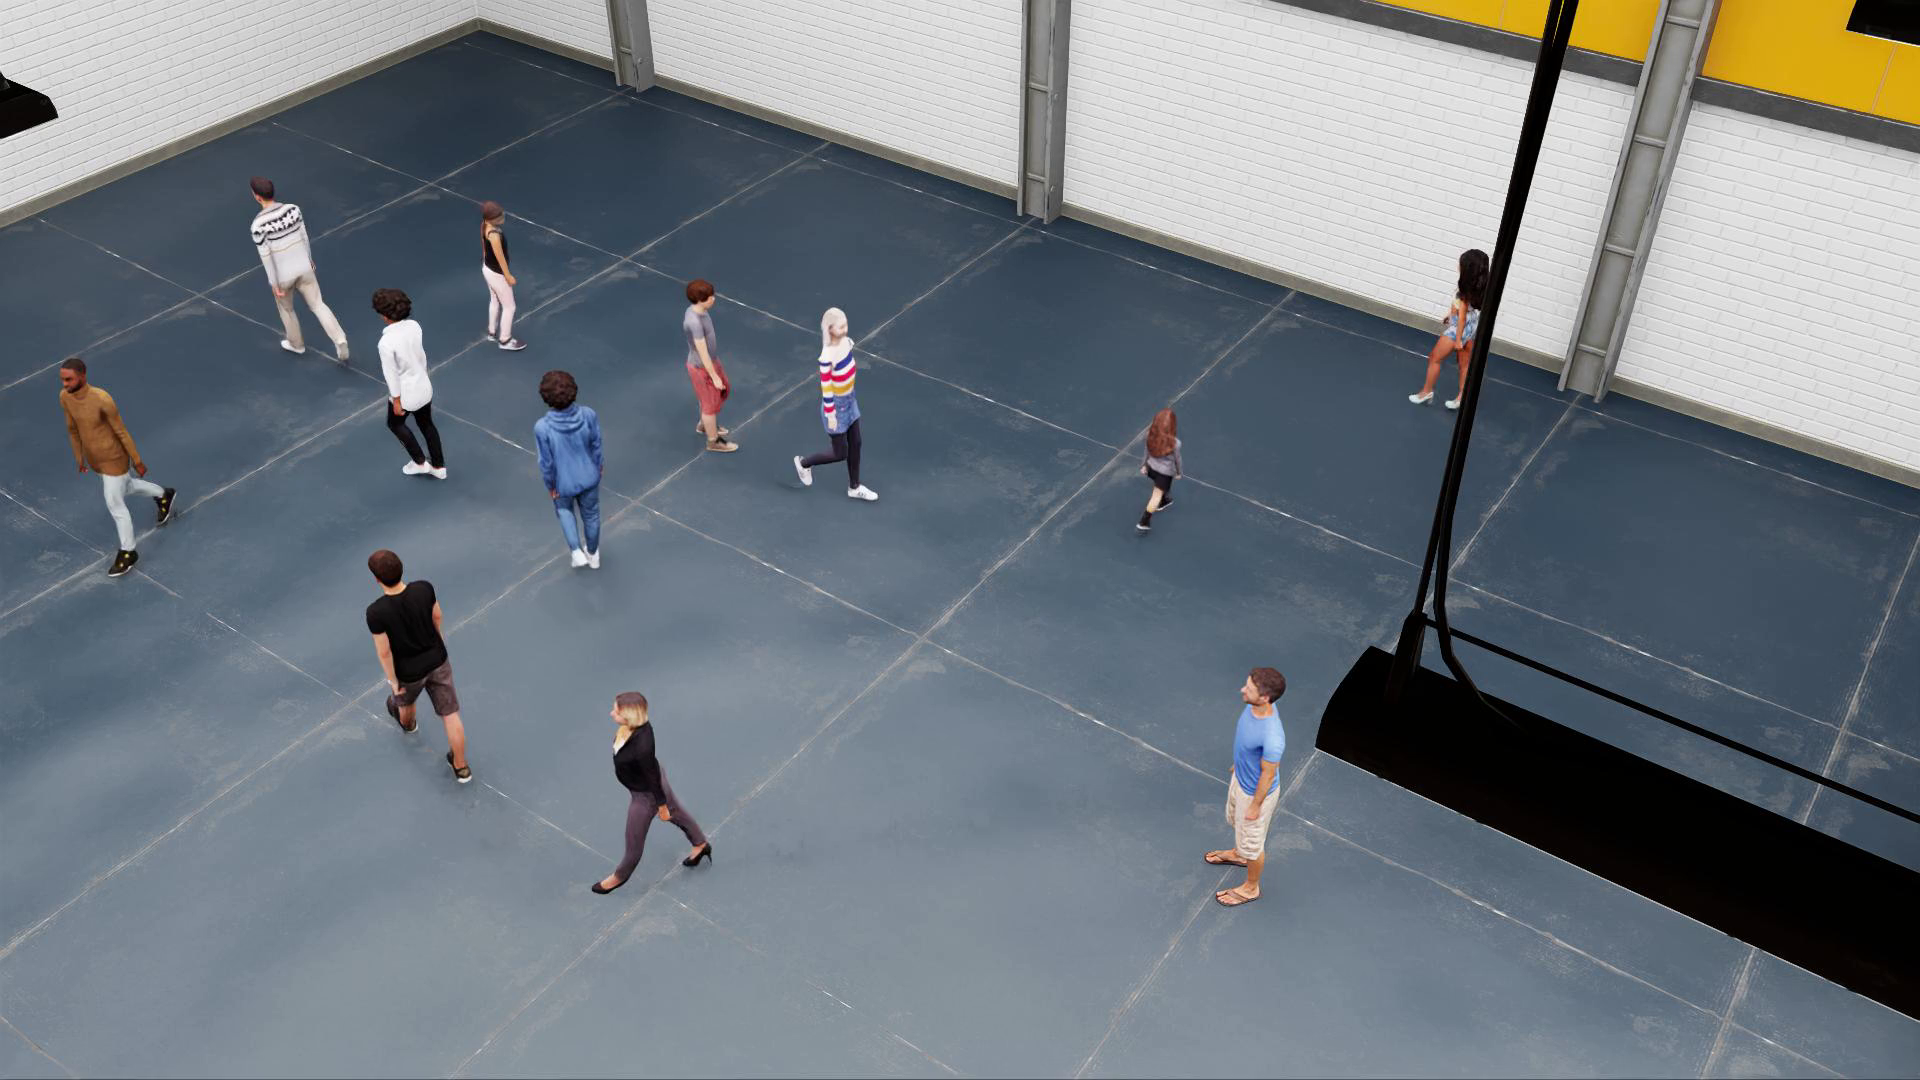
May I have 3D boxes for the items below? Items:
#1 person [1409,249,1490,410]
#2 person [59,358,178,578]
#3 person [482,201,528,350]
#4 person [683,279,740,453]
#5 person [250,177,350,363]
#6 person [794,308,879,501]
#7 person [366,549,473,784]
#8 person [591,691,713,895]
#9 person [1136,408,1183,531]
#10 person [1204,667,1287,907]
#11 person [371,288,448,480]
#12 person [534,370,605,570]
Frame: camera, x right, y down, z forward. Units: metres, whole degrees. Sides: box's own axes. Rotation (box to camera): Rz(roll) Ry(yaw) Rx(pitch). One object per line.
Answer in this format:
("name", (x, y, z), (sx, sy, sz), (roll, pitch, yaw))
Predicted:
("person", (4.483, -1.811, 14.642), (0.748, 1.606, 0.586), (21, 43, 24))
("person", (-6.641, -0.688, 13.097), (1.221, 1.779, 0.981), (11, 40, 13))
("person", (-4.367, -2.493, 15.545), (0.847, 1.545, 0.658), (-29, 47, -31))
("person", (-2.238, -1.474, 14.192), (0.783, 1.641, 0.741), (0, 39, 1))
("person", (-6.078, -2.445, 15.254), (1.085, 1.832, 0.755), (28, 46, 30))
("person", (-1.056, -1.096, 13.596), (1.015, 1.794, 0.769), (15, 41, 18))
("person", (-3.563, 0.884, 11.102), (0.896, 1.811, 1.251), (-26, 45, -29))
("person", (-1.854, 1.560, 10.402), (1.050, 1.630, 1.058), (-12, 40, -14))
("person", (1.605, -0.565, 13.504), (0.739, 1.079, 0.579), (28, 46, 30))
("person", (1.821, 1.493, 10.299), (0.770, 1.864, 0.728), (-3, 39, -4))
("person", (-4.500, -1.246, 13.781), (0.663, 1.797, 0.703), (17, 42, 21))
("person", (-2.957, -0.477, 12.817), (0.813, 1.799, 0.848), (-15, 41, -18))
